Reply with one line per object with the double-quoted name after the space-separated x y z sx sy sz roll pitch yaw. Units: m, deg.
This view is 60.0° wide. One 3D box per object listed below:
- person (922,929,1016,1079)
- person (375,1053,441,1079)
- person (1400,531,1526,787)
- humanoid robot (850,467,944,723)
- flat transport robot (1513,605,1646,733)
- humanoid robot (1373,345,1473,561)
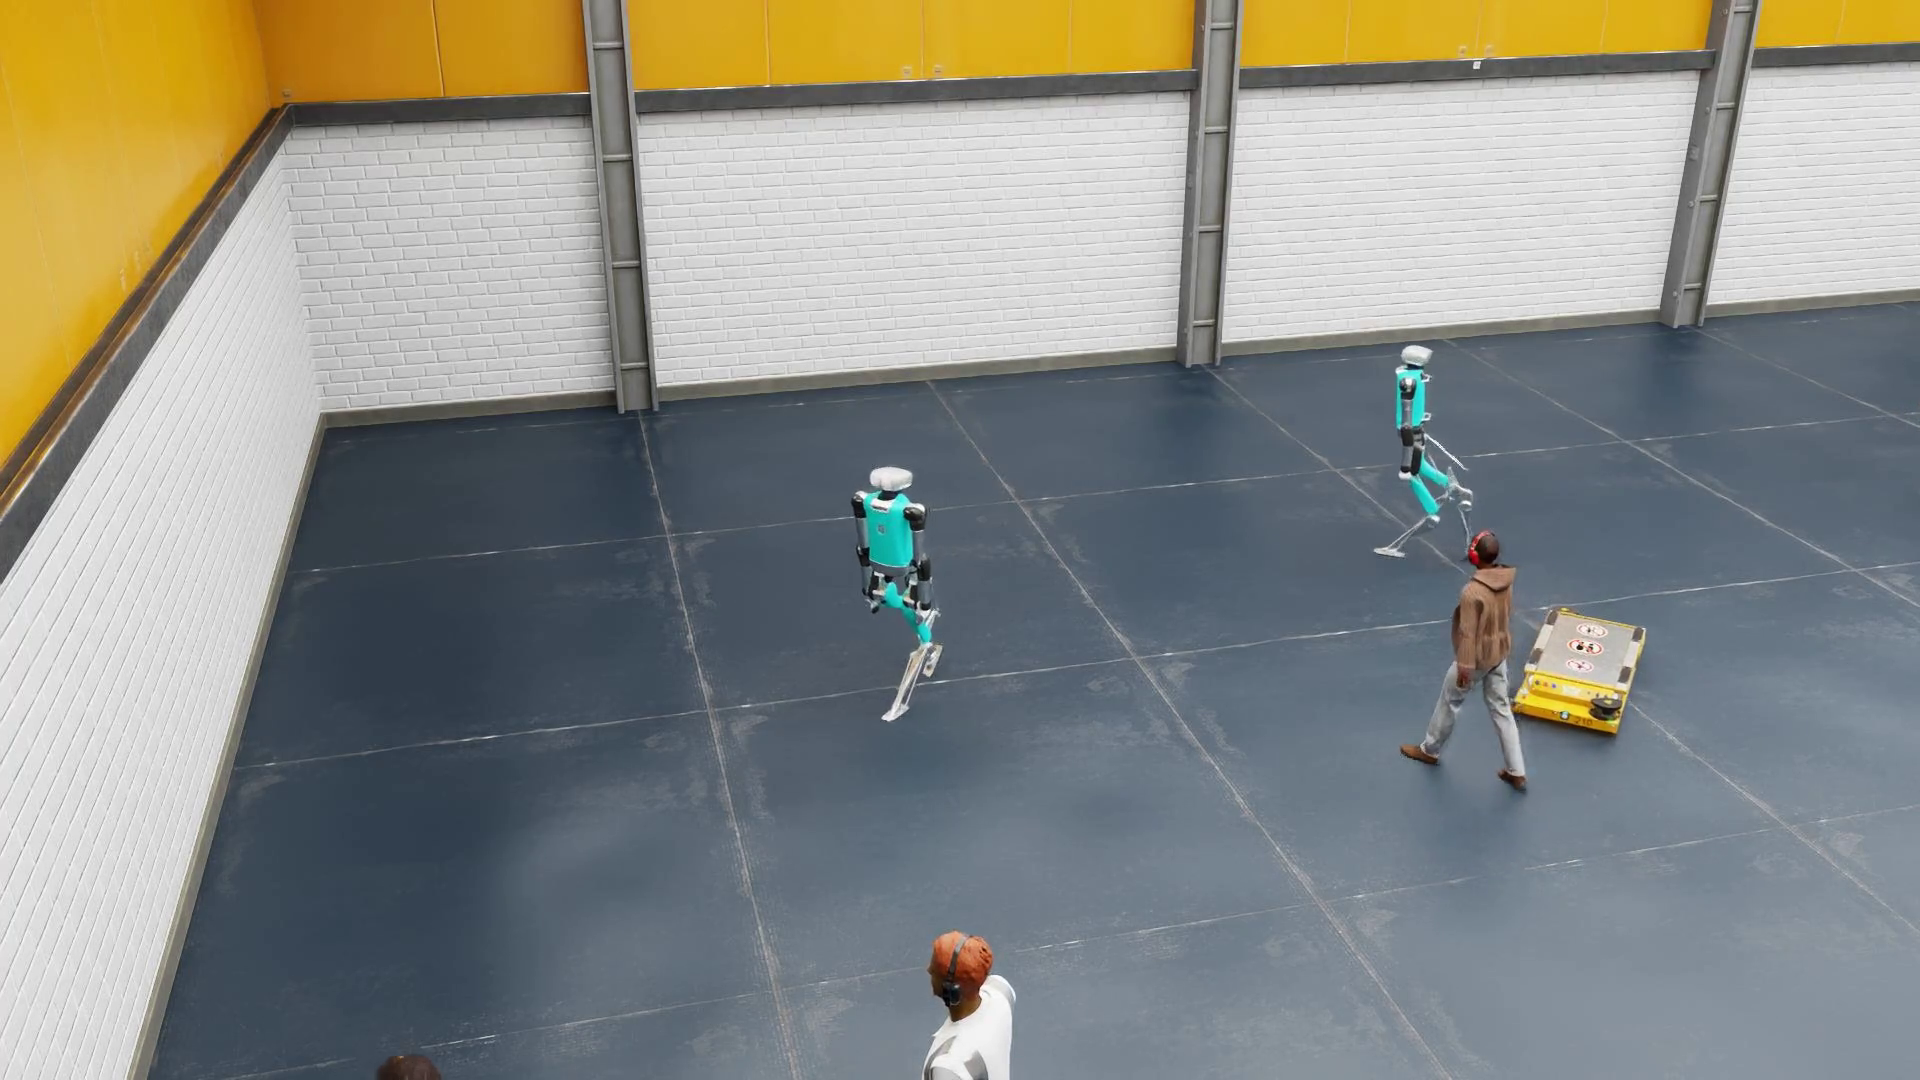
0.011 2.261 6.226 0.355 1.882 0.573 8 25 18 "person"
-1.754 2.533 5.765 0.381 1.760 0.530 -3 24 -8 "person"
3.174 0.721 10.058 0.505 1.621 0.757 -18 29 -35 "person"
-0.264 0.244 10.993 0.540 1.761 0.965 13 27 28 "humanoid robot"
4.266 0.865 11.396 0.659 0.231 1.431 12 26 25 "flat transport robot"
3.808 -0.618 12.955 0.943 1.767 0.537 8 25 18 "humanoid robot"
